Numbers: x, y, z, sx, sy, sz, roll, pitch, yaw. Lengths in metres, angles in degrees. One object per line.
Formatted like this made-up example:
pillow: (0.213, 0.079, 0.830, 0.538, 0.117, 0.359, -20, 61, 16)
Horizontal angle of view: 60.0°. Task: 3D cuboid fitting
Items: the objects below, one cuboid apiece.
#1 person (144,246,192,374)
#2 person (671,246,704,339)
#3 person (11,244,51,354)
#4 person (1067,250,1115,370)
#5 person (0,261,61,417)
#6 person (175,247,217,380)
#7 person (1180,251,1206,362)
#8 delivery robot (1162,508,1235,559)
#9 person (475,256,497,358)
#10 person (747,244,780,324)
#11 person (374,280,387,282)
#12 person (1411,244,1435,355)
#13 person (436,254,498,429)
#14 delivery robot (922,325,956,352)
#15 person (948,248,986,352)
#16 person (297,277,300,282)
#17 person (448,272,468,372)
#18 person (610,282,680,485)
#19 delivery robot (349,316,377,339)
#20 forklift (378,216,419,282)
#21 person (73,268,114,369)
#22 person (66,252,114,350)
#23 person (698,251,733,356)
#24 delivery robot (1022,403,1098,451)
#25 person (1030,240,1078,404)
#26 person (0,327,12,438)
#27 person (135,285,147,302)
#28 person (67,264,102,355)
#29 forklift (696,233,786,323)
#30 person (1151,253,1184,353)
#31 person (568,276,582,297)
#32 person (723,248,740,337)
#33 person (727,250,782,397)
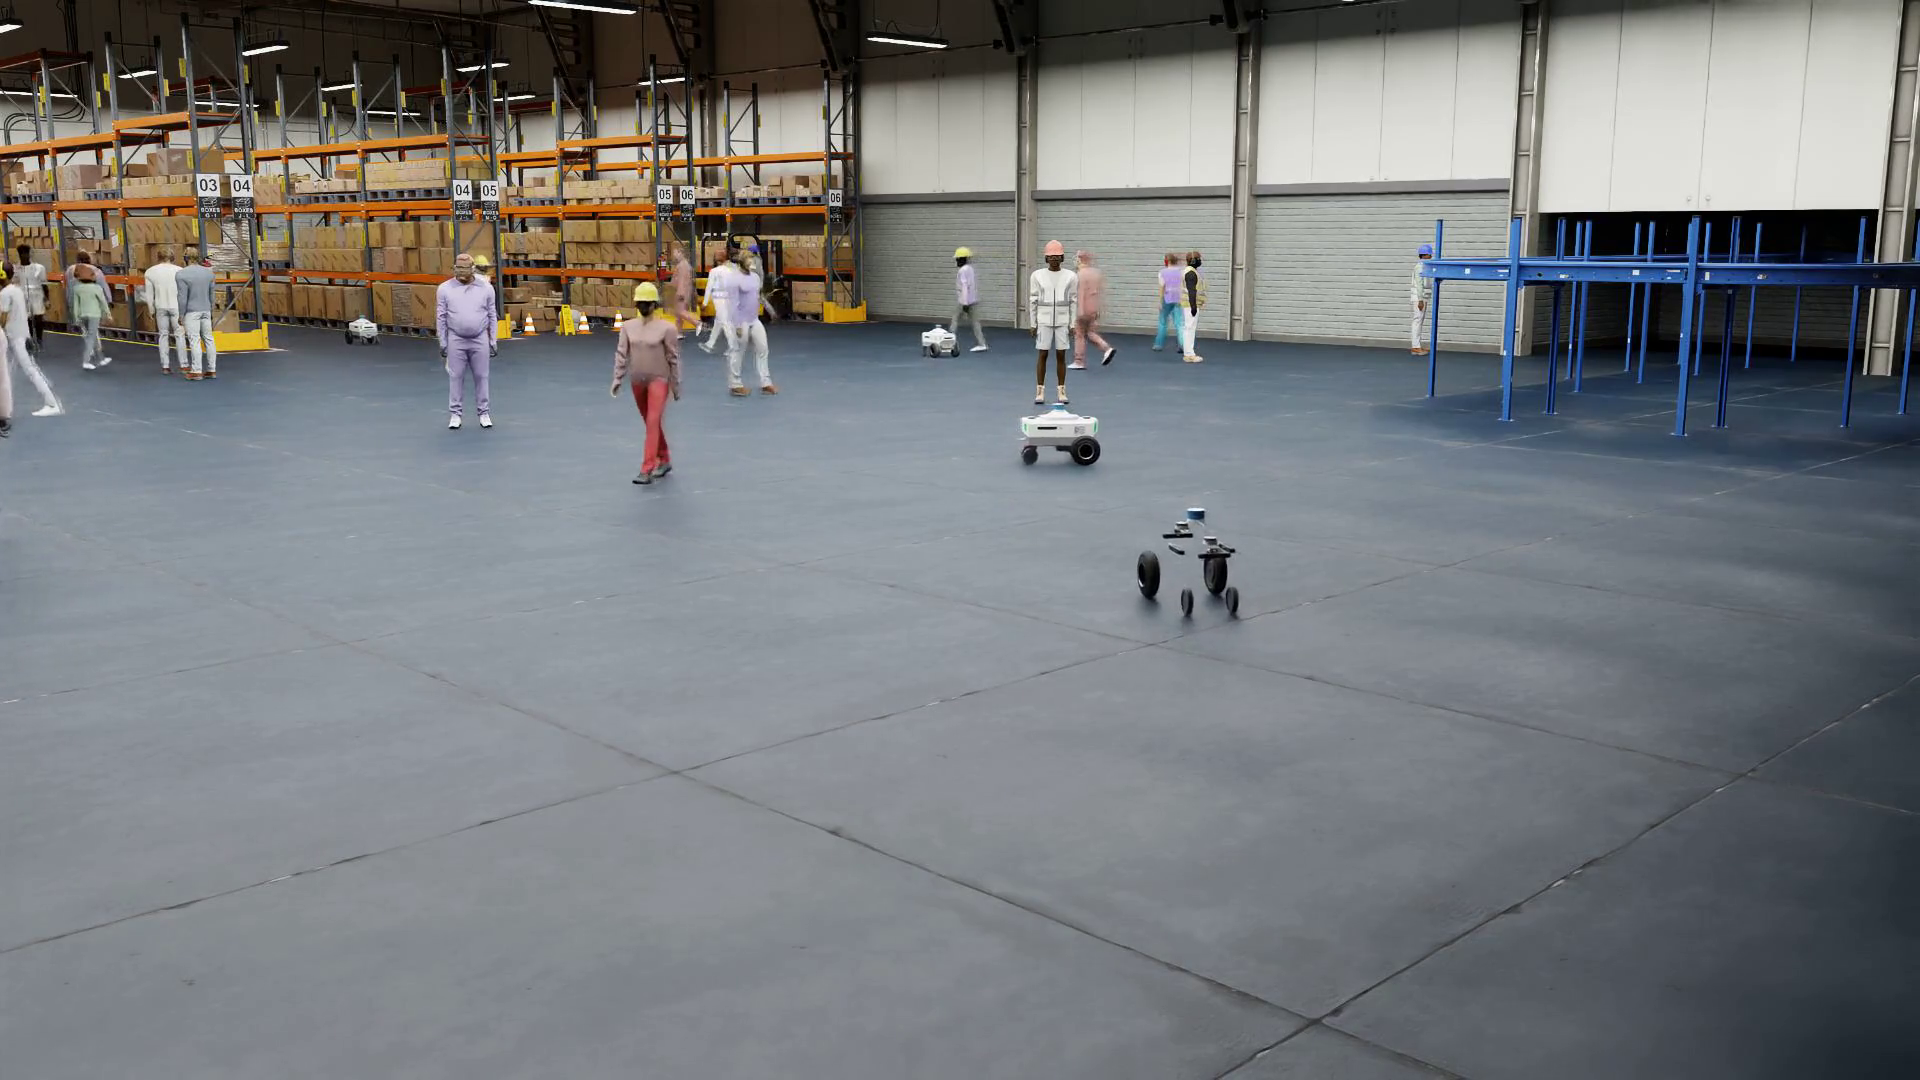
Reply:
person: (-12.099, -3.514, 25.472, 0.635, 1.936, 0.354, -2, 11, -9)
person: (-5.631, -5.042, 33.933, 0.630, 1.889, 0.668, -3, 11, -14)
person: (-16.632, -4.296, 29.706, 0.646, 1.940, 0.636, -4, 11, -23)
person: (2.057, -3.631, 26.300, 0.703, 1.876, 0.678, 6, 12, 29)
person: (-11.092, -2.348, 19.441, 0.984, 1.818, 0.578, -3, 11, -16)
person: (-11.250, -3.336, 24.499, 0.372, 1.940, 0.631, 5, 12, 26)
person: (3.925, -3.933, 28.014, 0.429, 1.847, 0.627, 1, 10, 3)
delivery robot: (1.359, -0.067, 9.590, 0.335, 0.223, 0.698, -2, 11, -10)
person: (-8.282, -4.056, 28.961, 0.396, 1.735, 0.534, 3, 11, 15)
person: (-4.815, -6.116, 39.774, 0.987, 1.905, 0.599, -1, 10, -6)
person: (-15.577, -6.921, 44.377, 0.617, 1.819, 0.575, 10, 14, 42)
person: (8.227, -4.285, 29.645, 0.387, 1.948, 0.602, 4, 11, 19)
person: (-5.416, -2.186, 18.322, 0.644, 1.904, 0.400, -3, 11, -18)
delivery robot: (-0.374, -3.533, 29.207, 0.477, 0.478, 0.707, -6, 12, -29)
person: (0.032, -4.359, 30.238, 1.010, 1.872, 0.610, 3, 11, 17)
person: (-19.714, -7.876, 49.253, 0.362, 1.939, 0.543, -2, 11, -12)
person: (-7.734, -3.370, 25.598, 0.444, 1.598, 0.521, 0, 10, 0)
person: (-2.685, -1.362, 14.349, 0.533, 1.715, 0.930, 3, 11, 17)
delivery robot: (-11.698, -4.150, 32.573, 0.477, 0.478, 0.707, -8, 13, -37)
forklift: (-17.868, -9.201, 54.028, 1.873, 2.768, 1.129, -10, 14, -44)
person: (-13.852, -3.546, 26.603, 0.501, 1.590, 0.836, 3, 11, 14)
person: (-15.892, -4.341, 30.342, 0.700, 1.799, 0.775, 0, 10, -2)
person: (-4.306, -4.196, 29.469, 0.978, 1.831, 0.579, 5, 12, 27)
delivery robot: (0.931, -1.040, 15.617, 0.707, 0.478, 0.477, 0, 10, 0)
person: (1.181, -2.743, 20.980, 0.607, 2.044, 0.371, 0, 10, -2)
person: (-6.914, -0.913, 11.515, 0.995, 1.857, 0.638, 10, 14, 43)
person: (-20.115, -6.262, 40.676, 0.826, 1.853, 0.582, 5, 12, 26)
person: (-15.581, -4.098, 29.585, 0.508, 1.592, 0.775, -9, 14, -40)
forklift: (-5.496, -6.489, 41.108, 2.313, 2.155, 1.214, -10, 14, -44)
person: (3.844, -4.308, 30.198, 0.586, 1.798, 0.970, -5, 12, -25)
person: (-10.579, -7.081, 45.484, 0.483, 1.737, 0.320, 4, 11, 18)
person: (-4.728, -5.205, 34.954, 0.633, 1.841, 0.429, -1, 10, -7)
person: (-2.708, -2.826, 21.784, 0.850, 1.907, 0.663, 6, 12, 31)
